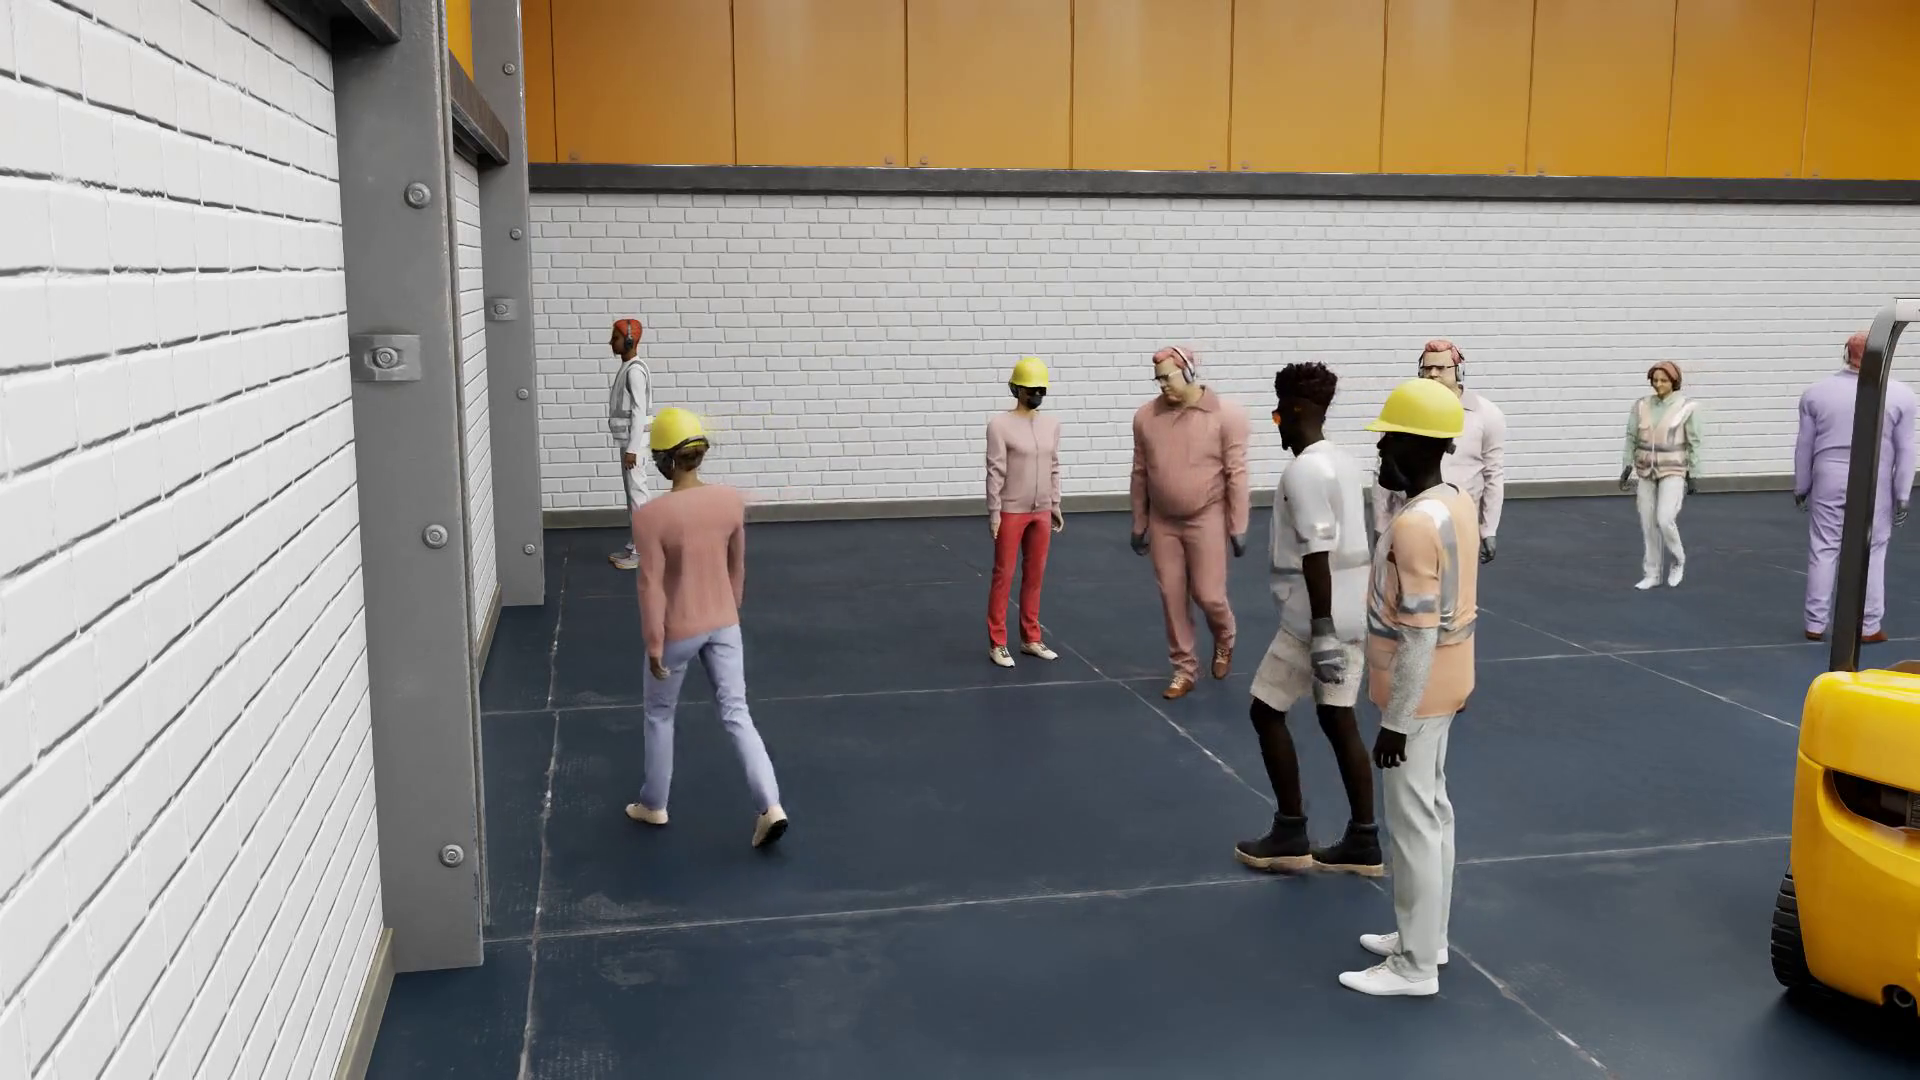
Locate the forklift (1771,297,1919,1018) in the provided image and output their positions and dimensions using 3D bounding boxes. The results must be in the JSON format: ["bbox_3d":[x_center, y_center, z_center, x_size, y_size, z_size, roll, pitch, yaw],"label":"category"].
[{"bbox_3d":[3.542,0.334,5.177,2.313,2.155,1.214,-9,13,-43],"label":"forklift"}]

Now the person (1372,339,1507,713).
[{"bbox_3d":[2.428,-0.071,8.520,0.651,1.906,0.403,4,10,25],"label":"person"}]

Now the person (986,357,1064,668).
[{"bbox_3d":[0.382,-0.160,9.495,0.533,1.765,0.329,-7,12,-36],"label":"person"}]

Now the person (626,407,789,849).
[{"bbox_3d":[-1.014,0.341,6.523,0.527,1.731,0.861,-7,12,-38],"label":"person"}]

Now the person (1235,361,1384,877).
[{"bbox_3d":[1.350,0.295,6.251,0.649,1.915,0.612,6,11,32],"label":"person"}]

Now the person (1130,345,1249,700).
[{"bbox_3d":[1.232,-0.100,8.843,0.663,1.871,0.547,5,11,30],"label":"person"}]

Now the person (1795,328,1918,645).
[{"bbox_3d":[5.393,-0.319,10.034,0.651,1.905,0.404,7,12,37],"label":"person"}]

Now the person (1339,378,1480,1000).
[{"bbox_3d":[1.413,0.463,5.186,0.352,1.929,0.594,4,10,25],"label":"person"}]

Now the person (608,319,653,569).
[{"bbox_3d":[-2.496,-0.728,12.595,0.355,1.884,0.576,-3,10,-17],"label":"person"}]

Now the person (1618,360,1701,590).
[{"bbox_3d":[4.896,-0.447,11.652,0.368,1.622,0.518,-7,11,-36],"label":"person"}]
